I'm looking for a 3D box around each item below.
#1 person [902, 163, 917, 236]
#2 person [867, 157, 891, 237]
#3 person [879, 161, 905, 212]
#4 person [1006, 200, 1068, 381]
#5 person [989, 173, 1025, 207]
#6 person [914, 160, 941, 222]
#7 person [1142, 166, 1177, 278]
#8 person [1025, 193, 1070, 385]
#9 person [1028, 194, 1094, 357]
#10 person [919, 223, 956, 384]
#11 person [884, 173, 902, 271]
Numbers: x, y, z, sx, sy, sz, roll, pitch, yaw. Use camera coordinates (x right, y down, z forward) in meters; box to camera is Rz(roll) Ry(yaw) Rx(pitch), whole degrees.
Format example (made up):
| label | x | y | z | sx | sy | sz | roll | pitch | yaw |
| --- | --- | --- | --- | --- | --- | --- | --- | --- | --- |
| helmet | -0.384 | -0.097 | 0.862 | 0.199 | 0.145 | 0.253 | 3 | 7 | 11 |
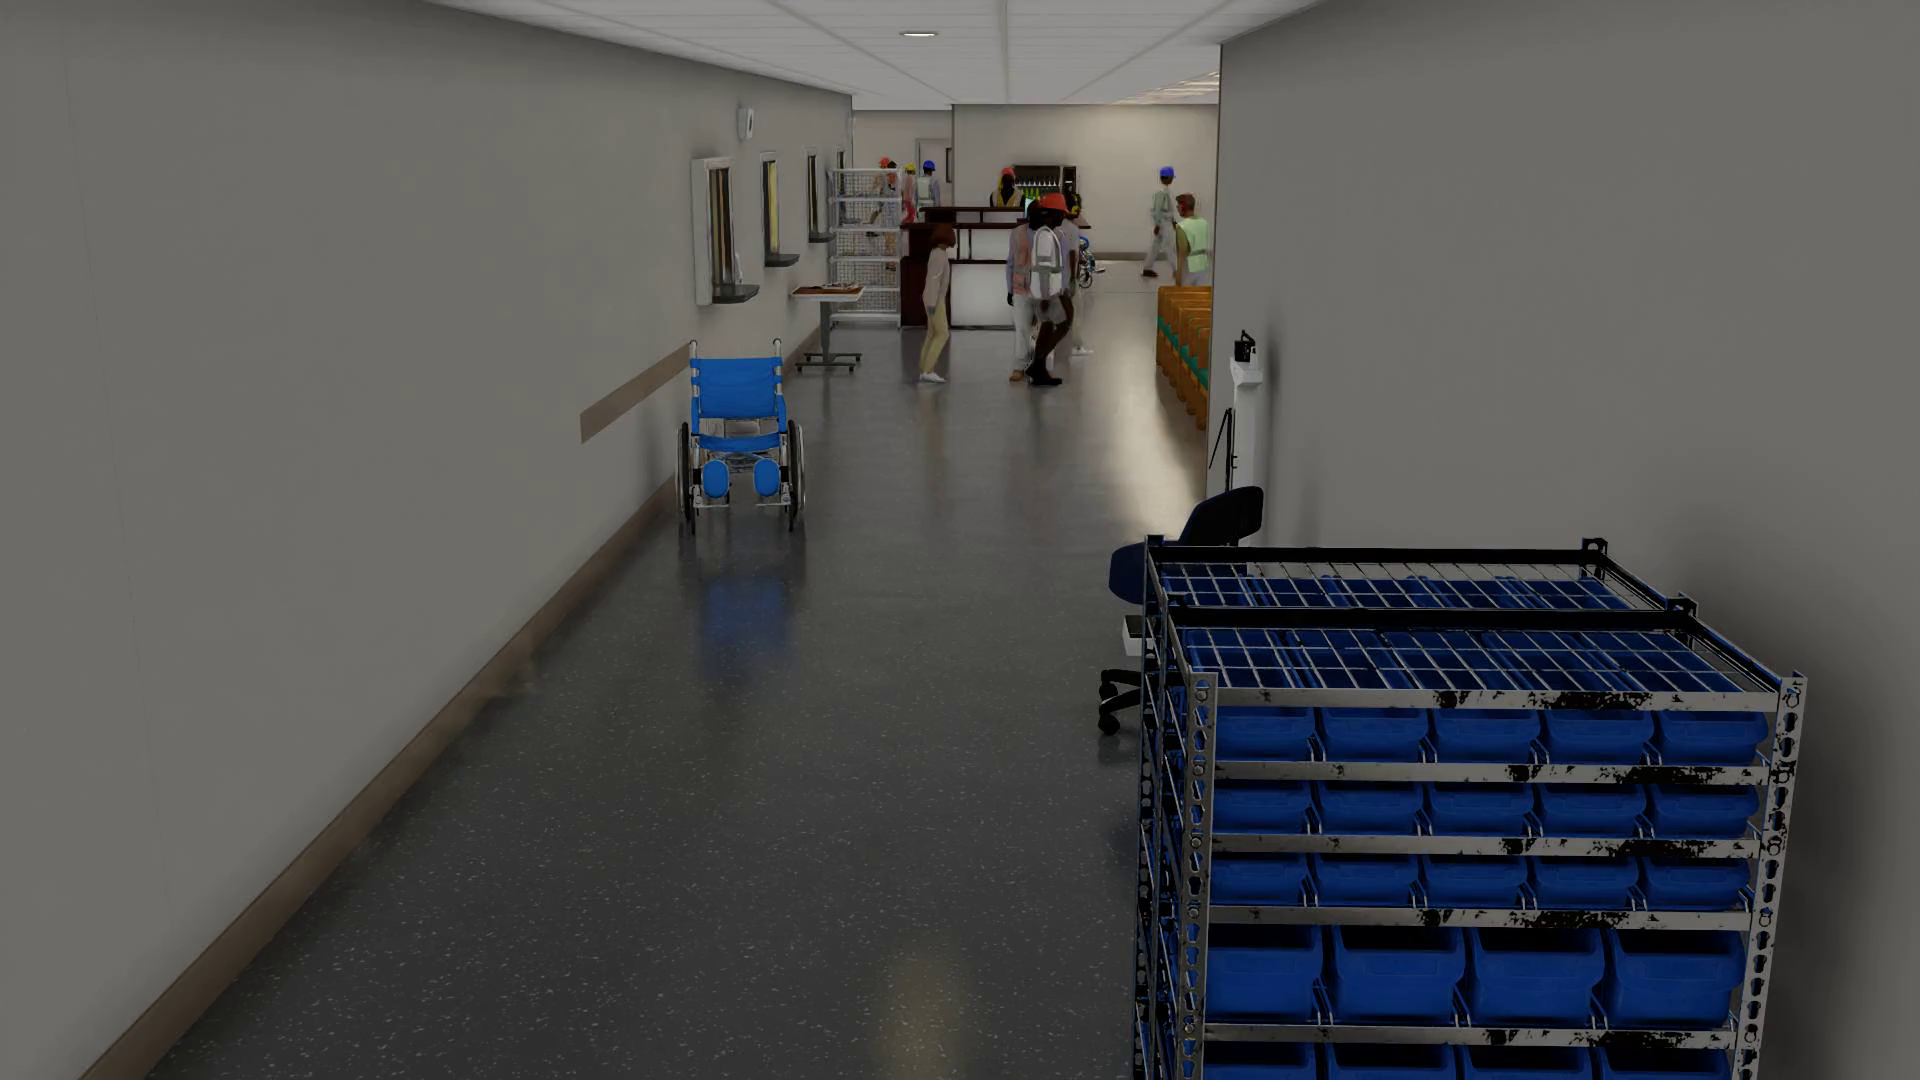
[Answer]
| label | x | y | z | sx | sy | sz | roll | pitch | yaw |
| --- | --- | --- | --- | --- | --- | --- | --- | --- | --- |
| person | -1.215 | -8.042 | 39.440 | 0.462 | 1.754 | 0.540 | -3 | 14 | -13 |
| person | -1.851 | -8.210 | 39.859 | 0.887 | 1.880 | 0.562 | 6 | 15 | 22 |
| person | -1.487 | -7.395 | 36.620 | 0.562 | 1.852 | 0.527 | -4 | 15 | -18 |
| person | 0.762 | -2.518 | 16.872 | 0.619 | 1.838 | 0.430 | 3 | 14 | 14 |
| person | 0.772 | -5.063 | 27.220 | 0.618 | 1.836 | 0.431 | 3 | 14 | 13 |
| person | -0.632 | -6.509 | 32.857 | 0.602 | 1.938 | 0.400 | 9 | 16 | 32 |
| person | 3.574 | -5.493 | 28.784 | 0.875 | 1.908 | 0.610 | 2 | 14 | 8 |
| person | 0.893 | -2.473 | 16.523 | 0.405 | 1.914 | 0.554 | 0 | 14 | -2 |
| person | 1.106 | -2.956 | 18.661 | 0.883 | 1.831 | 0.567 | -9 | 16 | -32 |
| person | -0.236 | -2.399 | 16.843 | 0.421 | 1.601 | 0.537 | -2 | 14 | -8 |
| person | -1.205 | -5.757 | 30.181 | 0.327 | 1.753 | 0.561 | -4 | 14 | -17 |
